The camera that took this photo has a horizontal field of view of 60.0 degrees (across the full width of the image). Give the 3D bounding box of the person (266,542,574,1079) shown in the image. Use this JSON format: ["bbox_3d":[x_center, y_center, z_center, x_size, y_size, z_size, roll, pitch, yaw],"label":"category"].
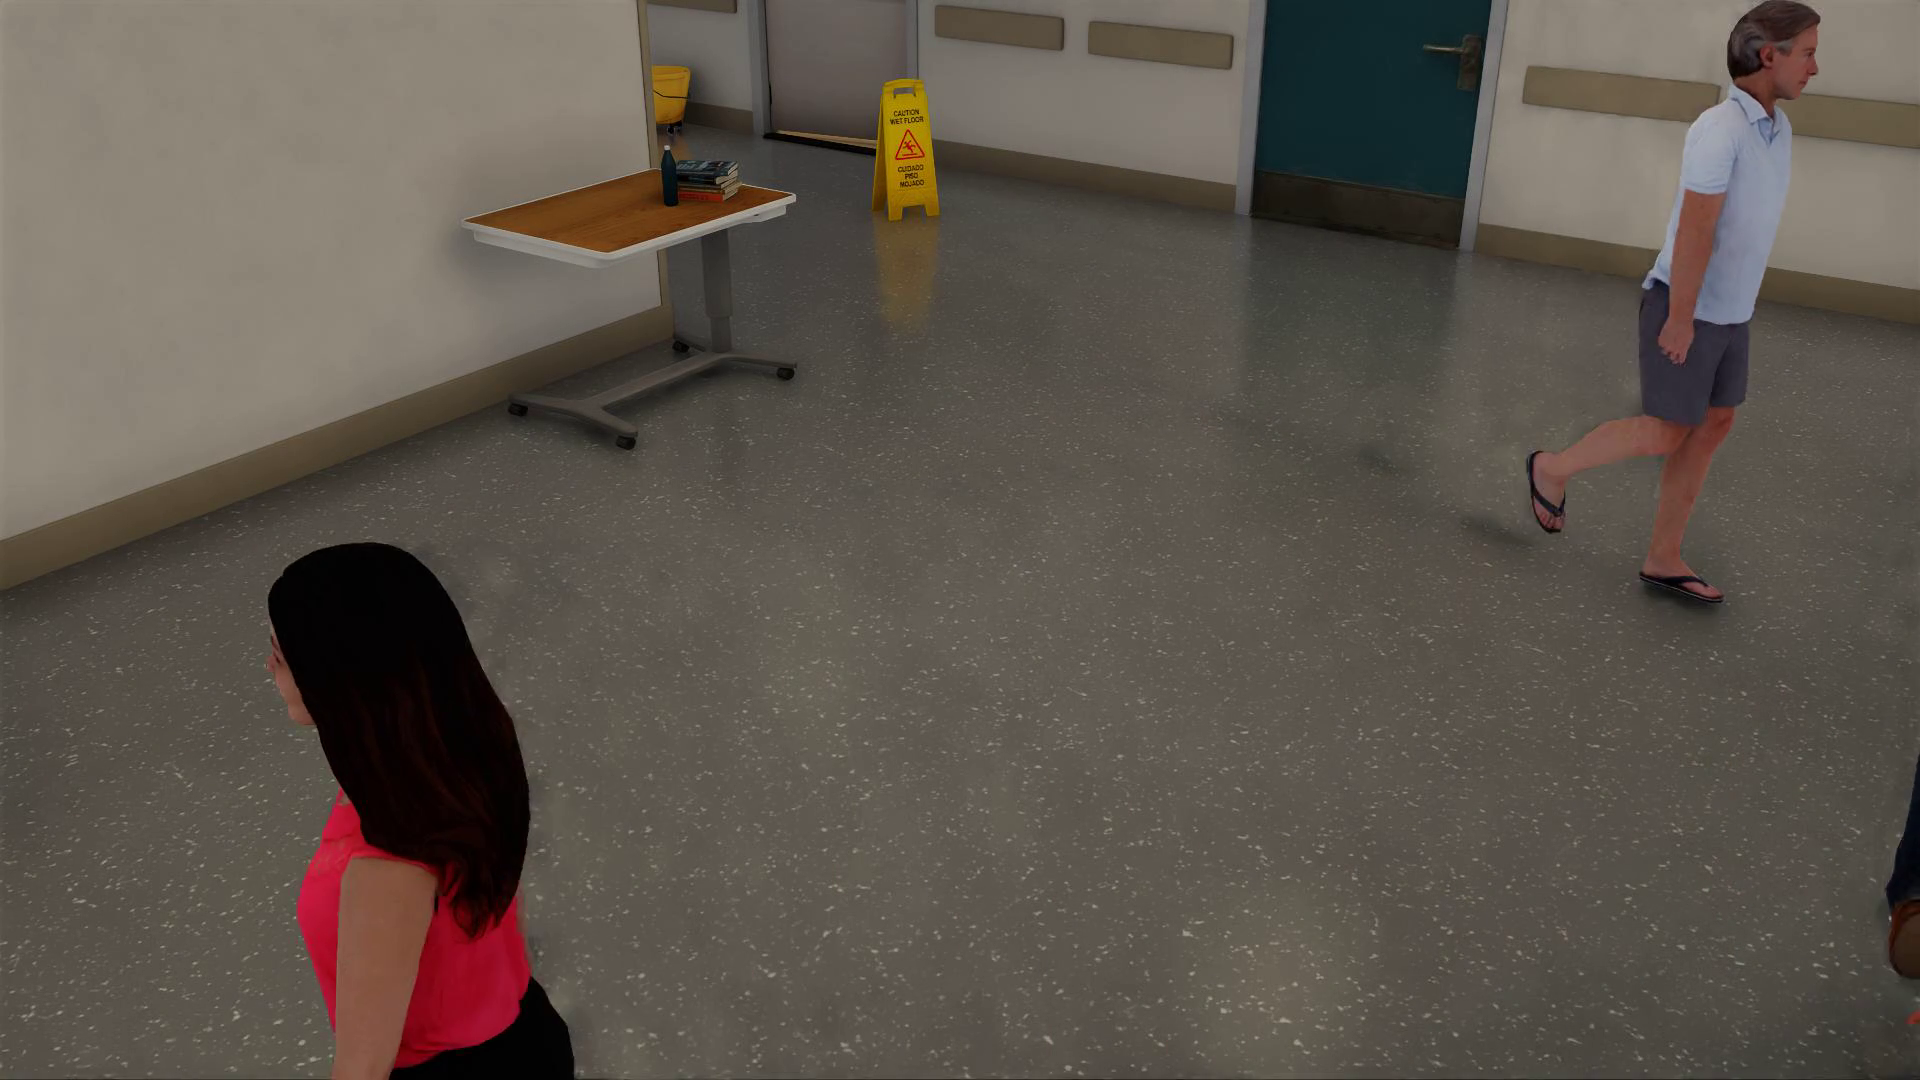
[{"bbox_3d":[-0.584,0.771,2.253,1.084,1.624,1.007,-4,26,-8],"label":"person"}]

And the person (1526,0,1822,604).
[{"bbox_3d":[2.184,-0.712,5.115,0.846,1.810,1.034,-19,32,-34],"label":"person"}]
